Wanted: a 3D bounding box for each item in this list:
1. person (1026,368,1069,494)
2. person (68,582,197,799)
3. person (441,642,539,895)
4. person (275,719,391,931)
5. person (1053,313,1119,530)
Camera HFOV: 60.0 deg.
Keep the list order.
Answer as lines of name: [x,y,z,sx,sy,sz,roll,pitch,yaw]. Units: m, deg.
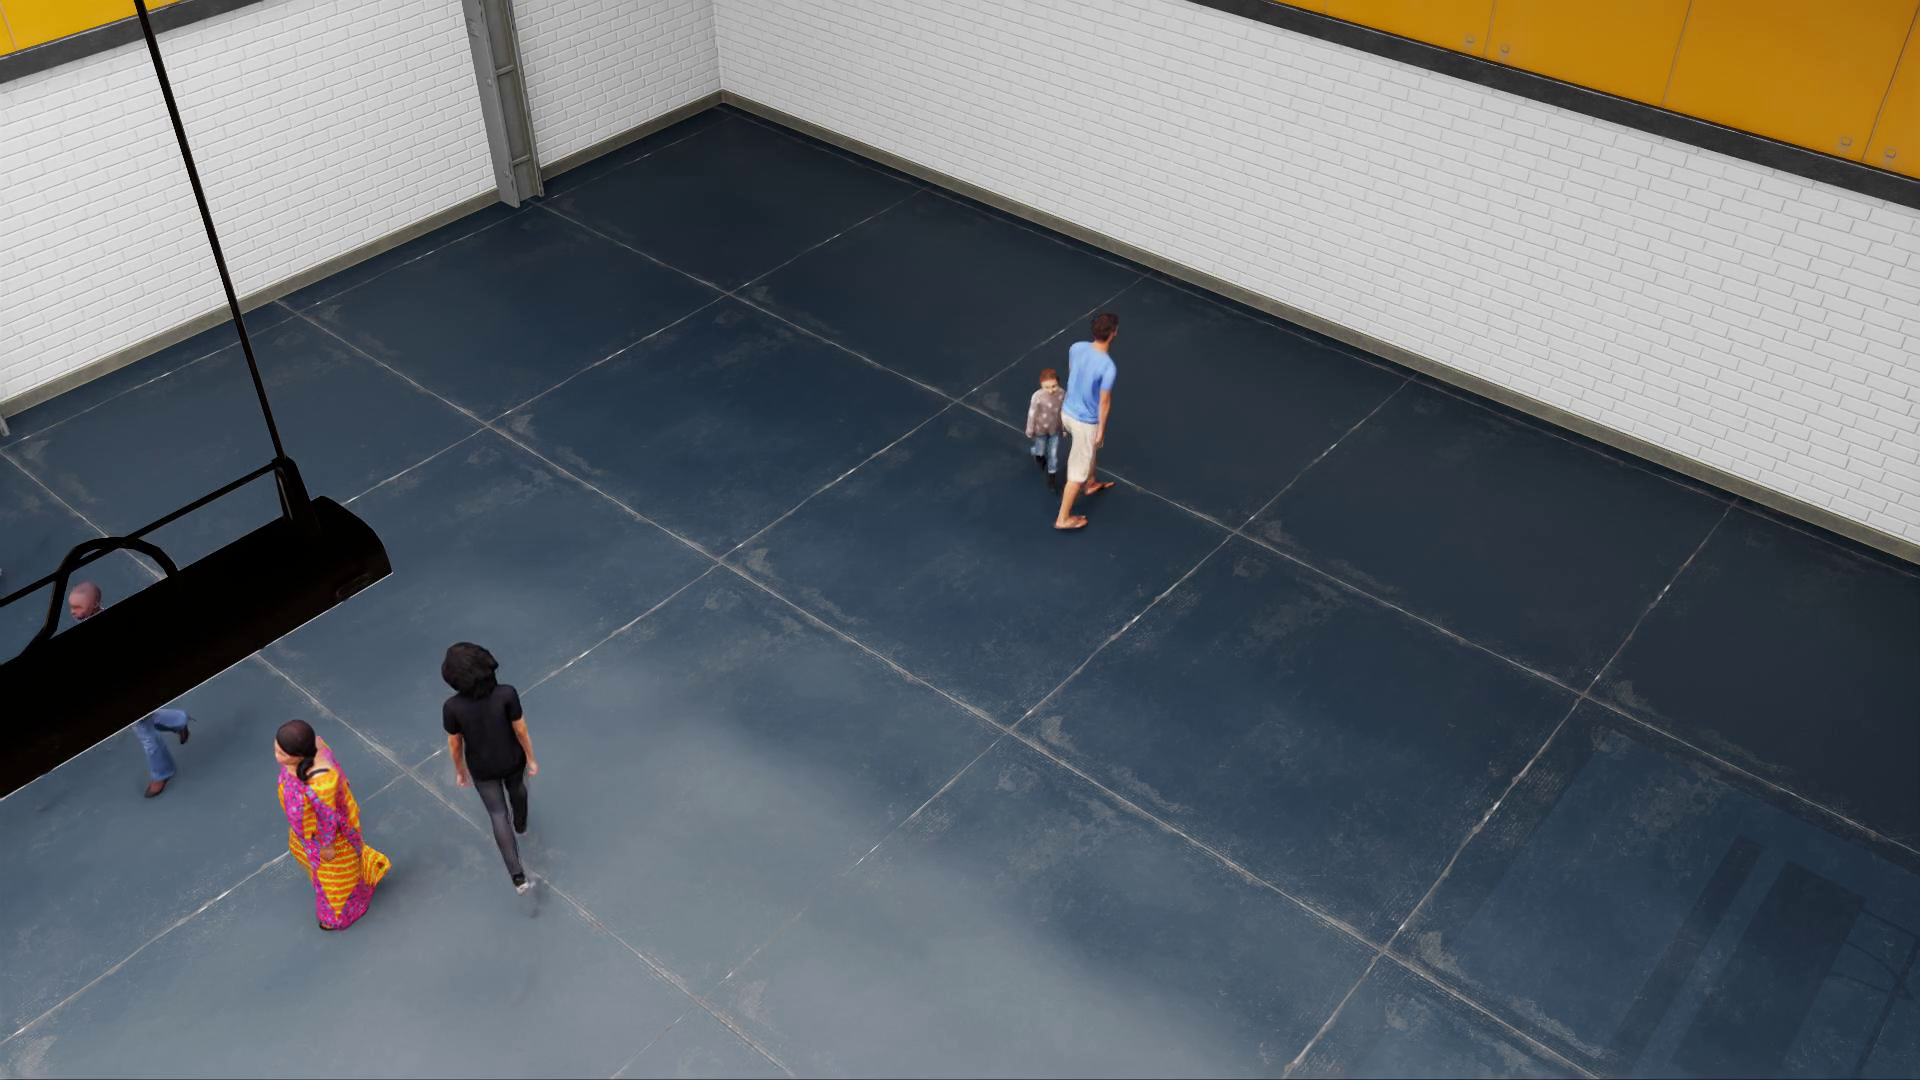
person: [0.721,-0.970,13.873,0.750,1.177,0.781,-11,40,-14]
person: [-5.436,0.930,11.006,0.702,1.785,0.826,20,43,23]
person: [-2.884,1.443,10.360,1.168,1.789,1.062,-14,41,-16]
person: [-3.861,1.673,10.170,0.857,1.667,0.794,-23,44,-26]
person: [0.928,-0.946,13.334,1.054,1.812,0.802,-20,43,-23]
